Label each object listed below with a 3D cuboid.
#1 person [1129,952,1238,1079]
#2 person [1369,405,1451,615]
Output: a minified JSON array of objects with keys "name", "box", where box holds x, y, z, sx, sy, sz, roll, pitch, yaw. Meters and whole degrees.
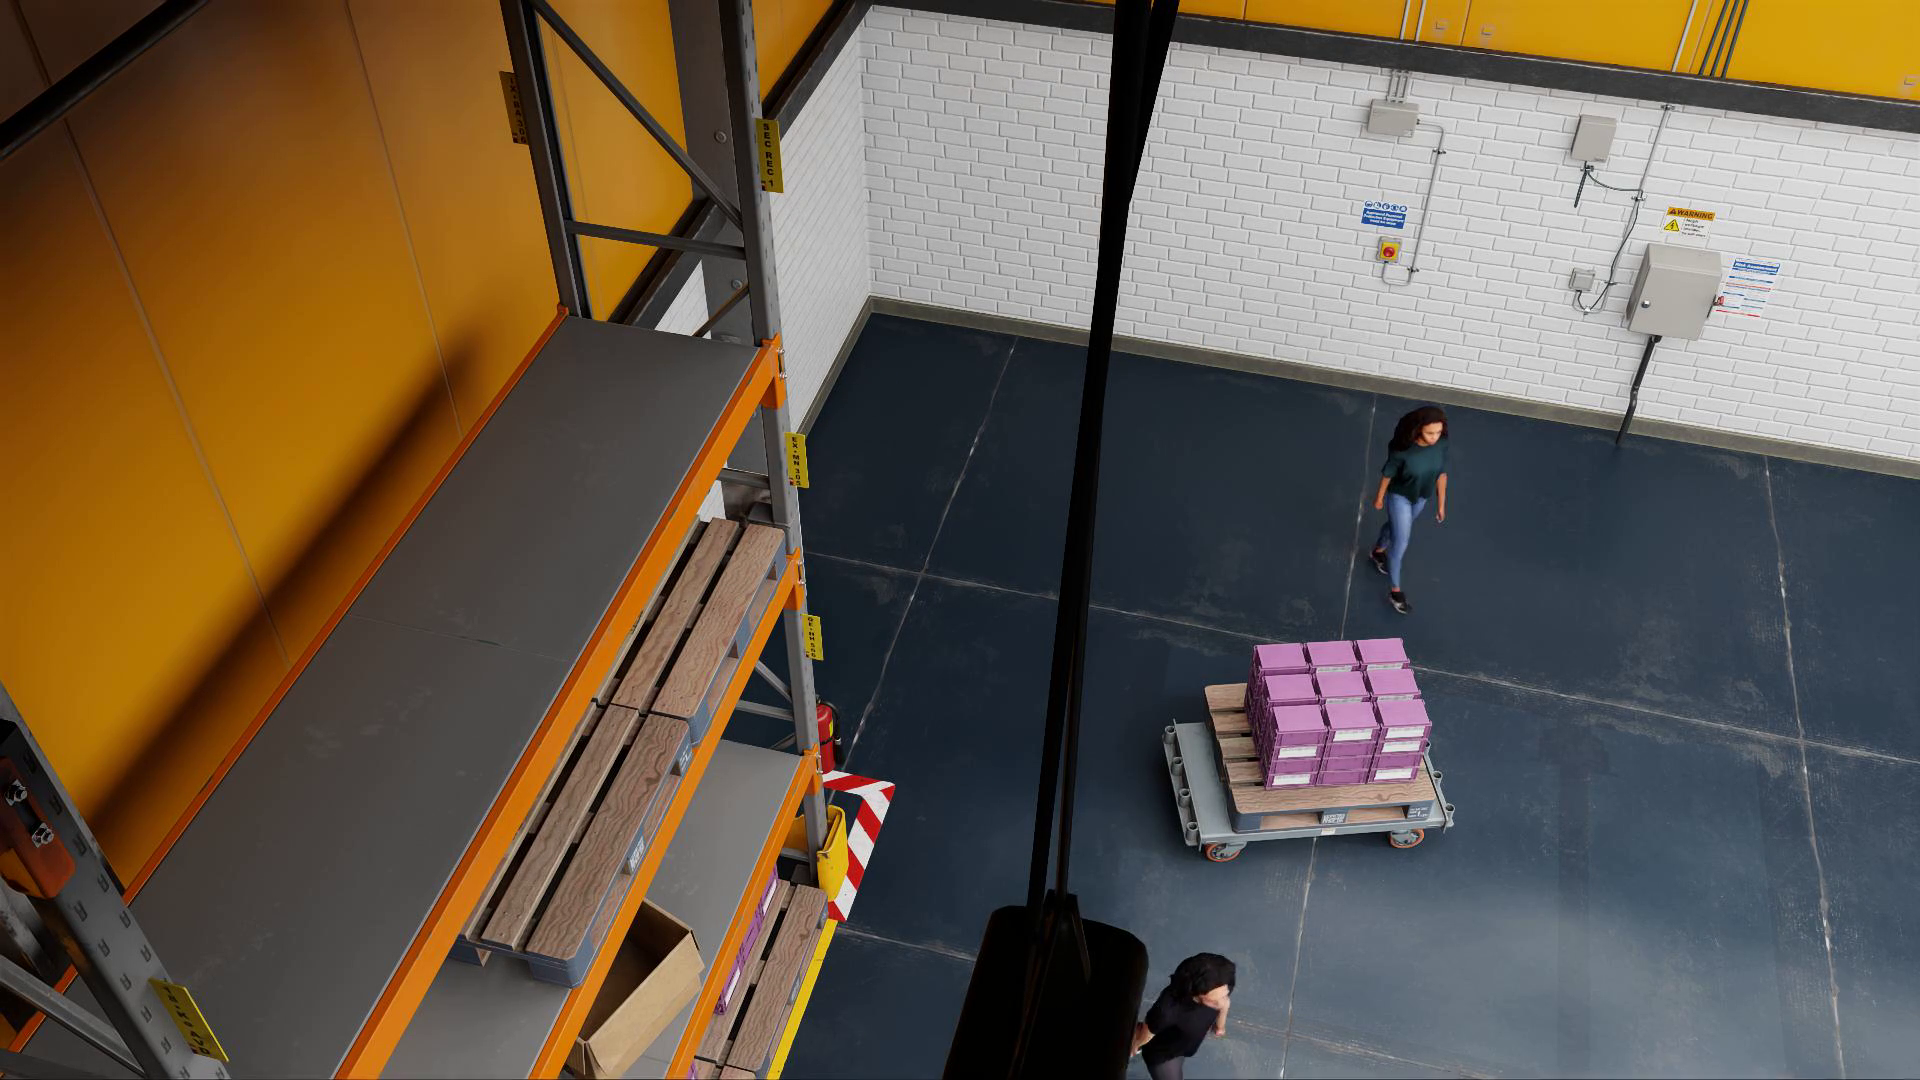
[{"name":"person","box":[1.030,2.455,8.416,1.261,1.773,1.204,-33,53,-30]},{"name":"person","box":[3.060,-0.358,11.502,0.895,1.590,1.015,-15,46,-16]}]
